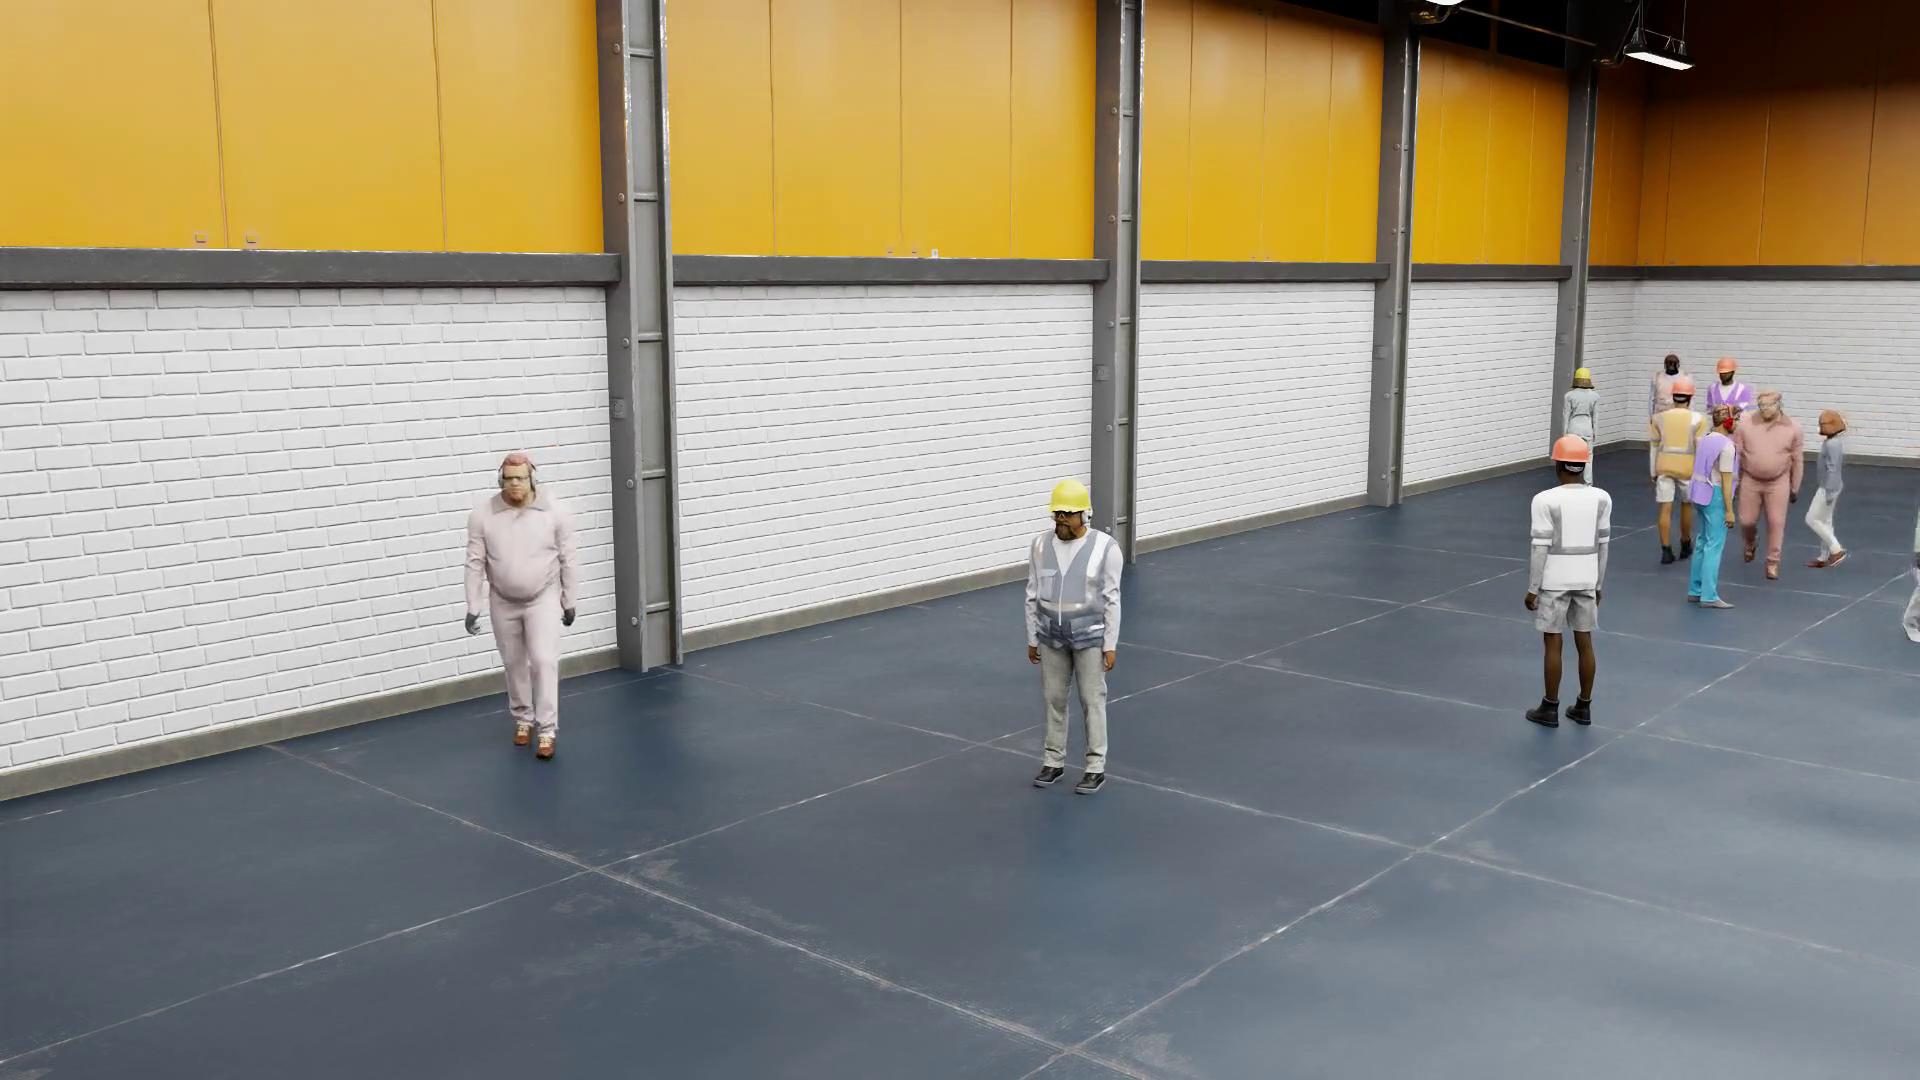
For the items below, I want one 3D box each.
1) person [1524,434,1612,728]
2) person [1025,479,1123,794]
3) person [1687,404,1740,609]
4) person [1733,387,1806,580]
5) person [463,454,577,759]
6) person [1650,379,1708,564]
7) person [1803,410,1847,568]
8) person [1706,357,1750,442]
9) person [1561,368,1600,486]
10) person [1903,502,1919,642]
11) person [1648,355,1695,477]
[{"bbox_3d":[3.990,0.271,10.977,0.545,1.939,0.373,-1,9,-8],"label":"person"},{"bbox_3d":[0.642,0.552,9.590,0.586,1.824,0.404,4,10,25],"label":"person"},{"bbox_3d":[6.751,-0.305,14.929,0.384,1.835,0.566,0,9,3],"label":"person"},{"bbox_3d":[7.972,-0.578,16.457,0.672,1.885,0.593,5,10,29],"label":"person"},{"bbox_3d":[-2.731,0.411,10.307,0.658,1.878,0.849,-1,9,-4],"label":"person"},{"bbox_3d":[7.509,-0.727,17.366,0.567,1.897,0.897,6,11,32],"label":"person"},{"bbox_3d":[8.748,-0.501,16.835,0.337,1.623,0.501,5,10,29],"label":"person"},{"bbox_3d":[9.944,-1.415,21.651,0.564,1.899,0.847,7,12,39],"label":"person"},{"bbox_3d":[8.377,-1.461,22.498,0.480,1.734,0.330,0,9,0],"label":"person"},{"bbox_3d":[7.804,0.084,13.202,0.529,1.602,0.829,1,9,4],"label":"person"},{"bbox_3d":[10.451,-1.815,24.487,0.642,1.798,0.912,5,10,29],"label":"person"}]
